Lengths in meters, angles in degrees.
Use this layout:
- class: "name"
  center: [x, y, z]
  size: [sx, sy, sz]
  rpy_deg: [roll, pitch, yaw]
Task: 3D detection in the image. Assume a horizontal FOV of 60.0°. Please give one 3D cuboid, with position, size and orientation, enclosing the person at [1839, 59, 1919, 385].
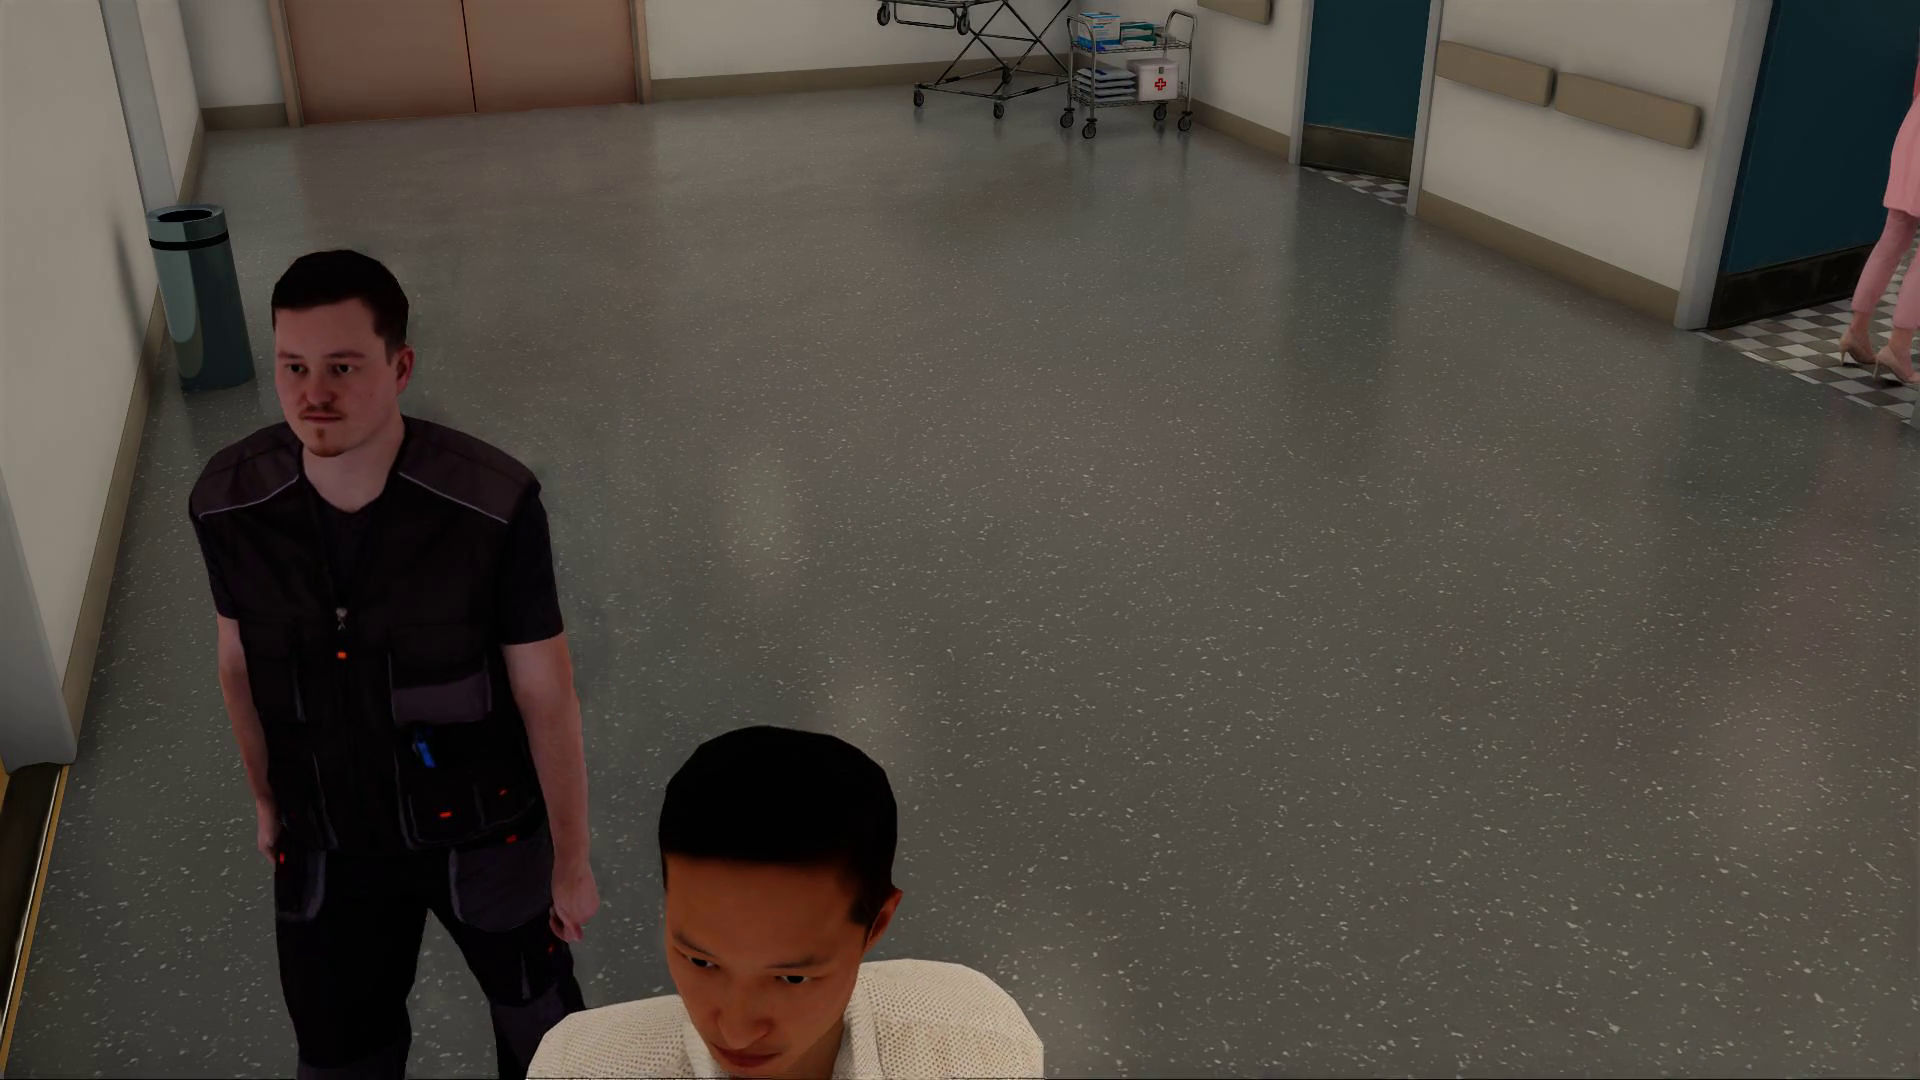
- class: "person"
  center: [3.929, -1.520, 6.733]
  size: [0.725, 1.797, 0.514]
  rpy_deg: [-6, 26, -12]

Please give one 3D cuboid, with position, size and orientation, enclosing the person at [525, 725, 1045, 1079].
- class: "person"
  center: [-0.156, 0.936, 1.626]
  size: [0.657, 1.808, 0.544]
  rpy_deg: [-8, 27, -15]

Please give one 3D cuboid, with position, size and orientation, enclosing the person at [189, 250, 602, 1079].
- class: "person"
  center: [-0.827, 0.429, 2.673]
  size: [1.011, 1.812, 1.200]
  rpy_deg: [1, 26, 3]
